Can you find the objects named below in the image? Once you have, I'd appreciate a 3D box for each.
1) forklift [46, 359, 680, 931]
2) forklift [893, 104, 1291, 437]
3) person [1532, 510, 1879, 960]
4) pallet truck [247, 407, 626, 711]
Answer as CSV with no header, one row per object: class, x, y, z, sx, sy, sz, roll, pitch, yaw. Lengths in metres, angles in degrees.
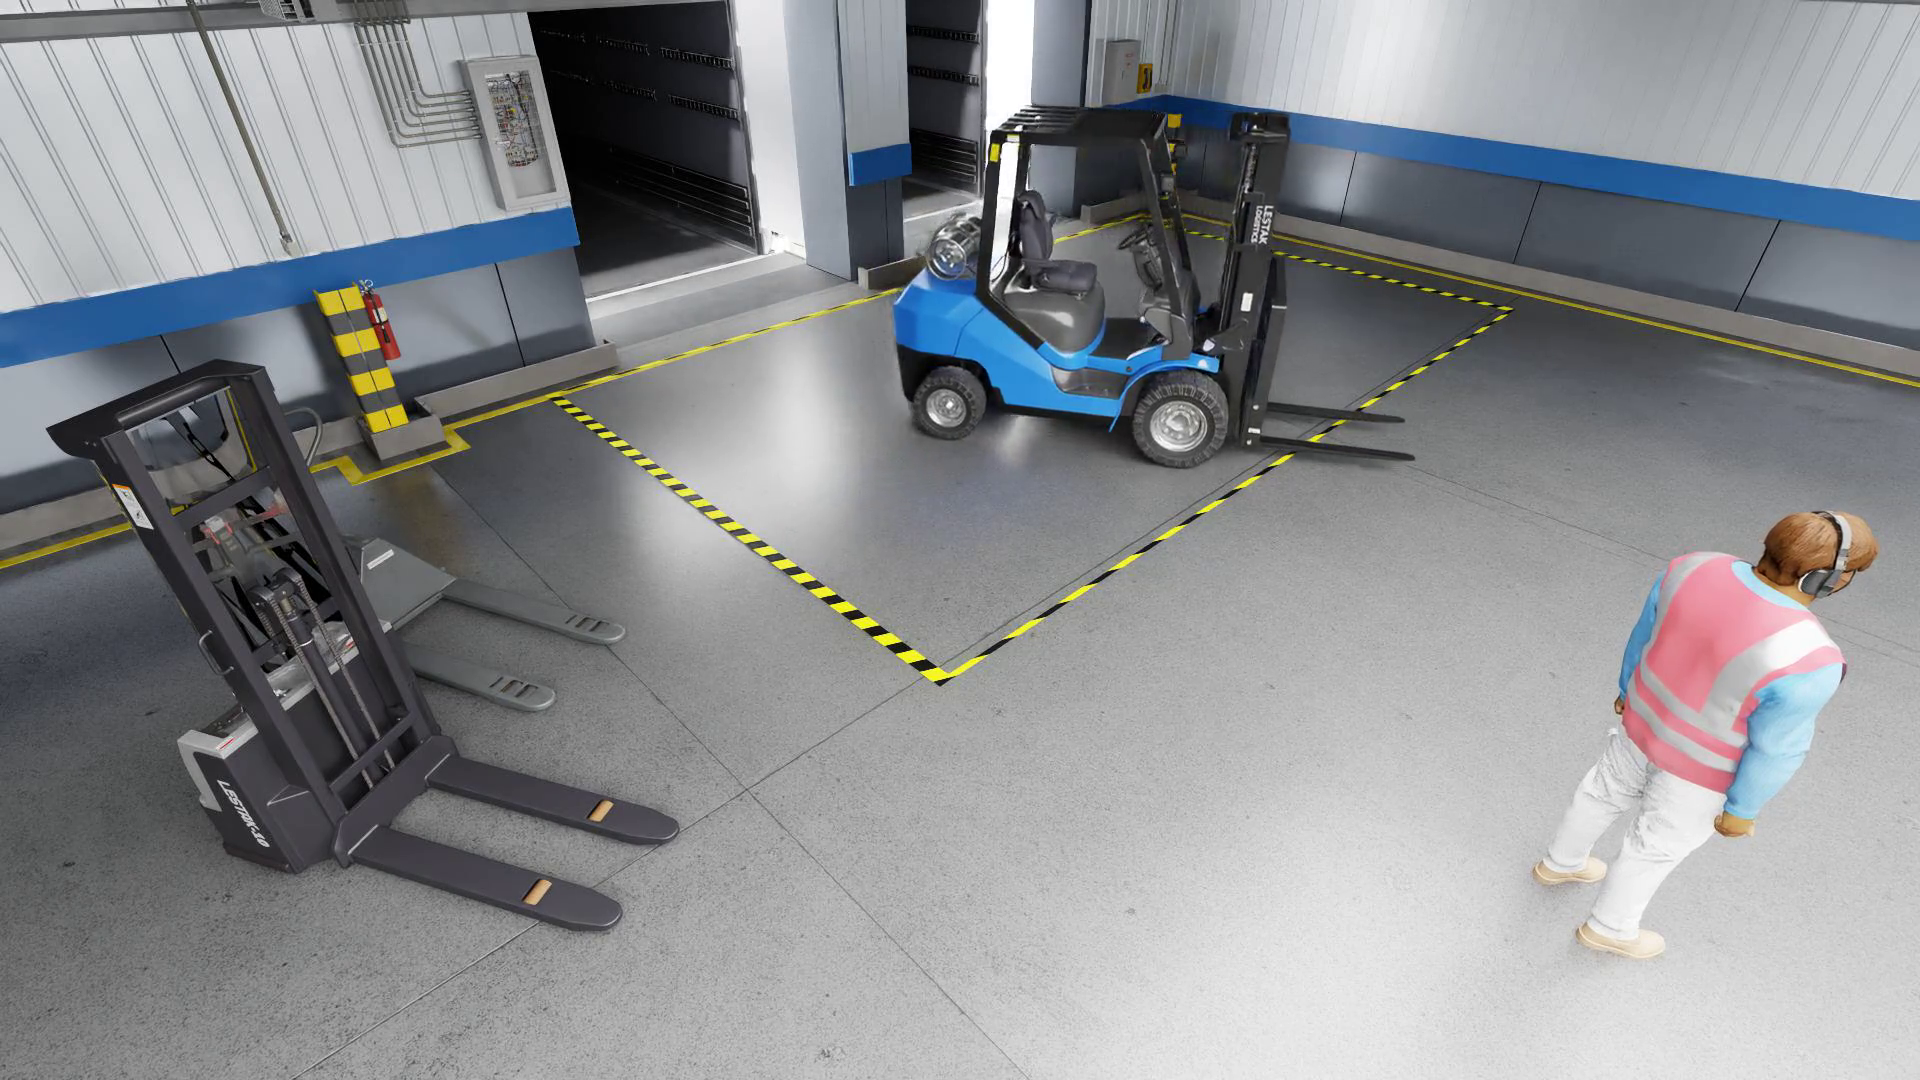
forklift,-2.135,0.422,3.354,1.885,1.965,0.823,10,35,14
forklift,0.901,-1.929,6.494,2.680,2.036,1.157,9,35,13
person,2.472,0.689,3.100,0.429,1.838,0.634,-1,34,-2
pallet truck,-2.628,0.038,4.590,1.601,1.201,0.680,12,36,18
